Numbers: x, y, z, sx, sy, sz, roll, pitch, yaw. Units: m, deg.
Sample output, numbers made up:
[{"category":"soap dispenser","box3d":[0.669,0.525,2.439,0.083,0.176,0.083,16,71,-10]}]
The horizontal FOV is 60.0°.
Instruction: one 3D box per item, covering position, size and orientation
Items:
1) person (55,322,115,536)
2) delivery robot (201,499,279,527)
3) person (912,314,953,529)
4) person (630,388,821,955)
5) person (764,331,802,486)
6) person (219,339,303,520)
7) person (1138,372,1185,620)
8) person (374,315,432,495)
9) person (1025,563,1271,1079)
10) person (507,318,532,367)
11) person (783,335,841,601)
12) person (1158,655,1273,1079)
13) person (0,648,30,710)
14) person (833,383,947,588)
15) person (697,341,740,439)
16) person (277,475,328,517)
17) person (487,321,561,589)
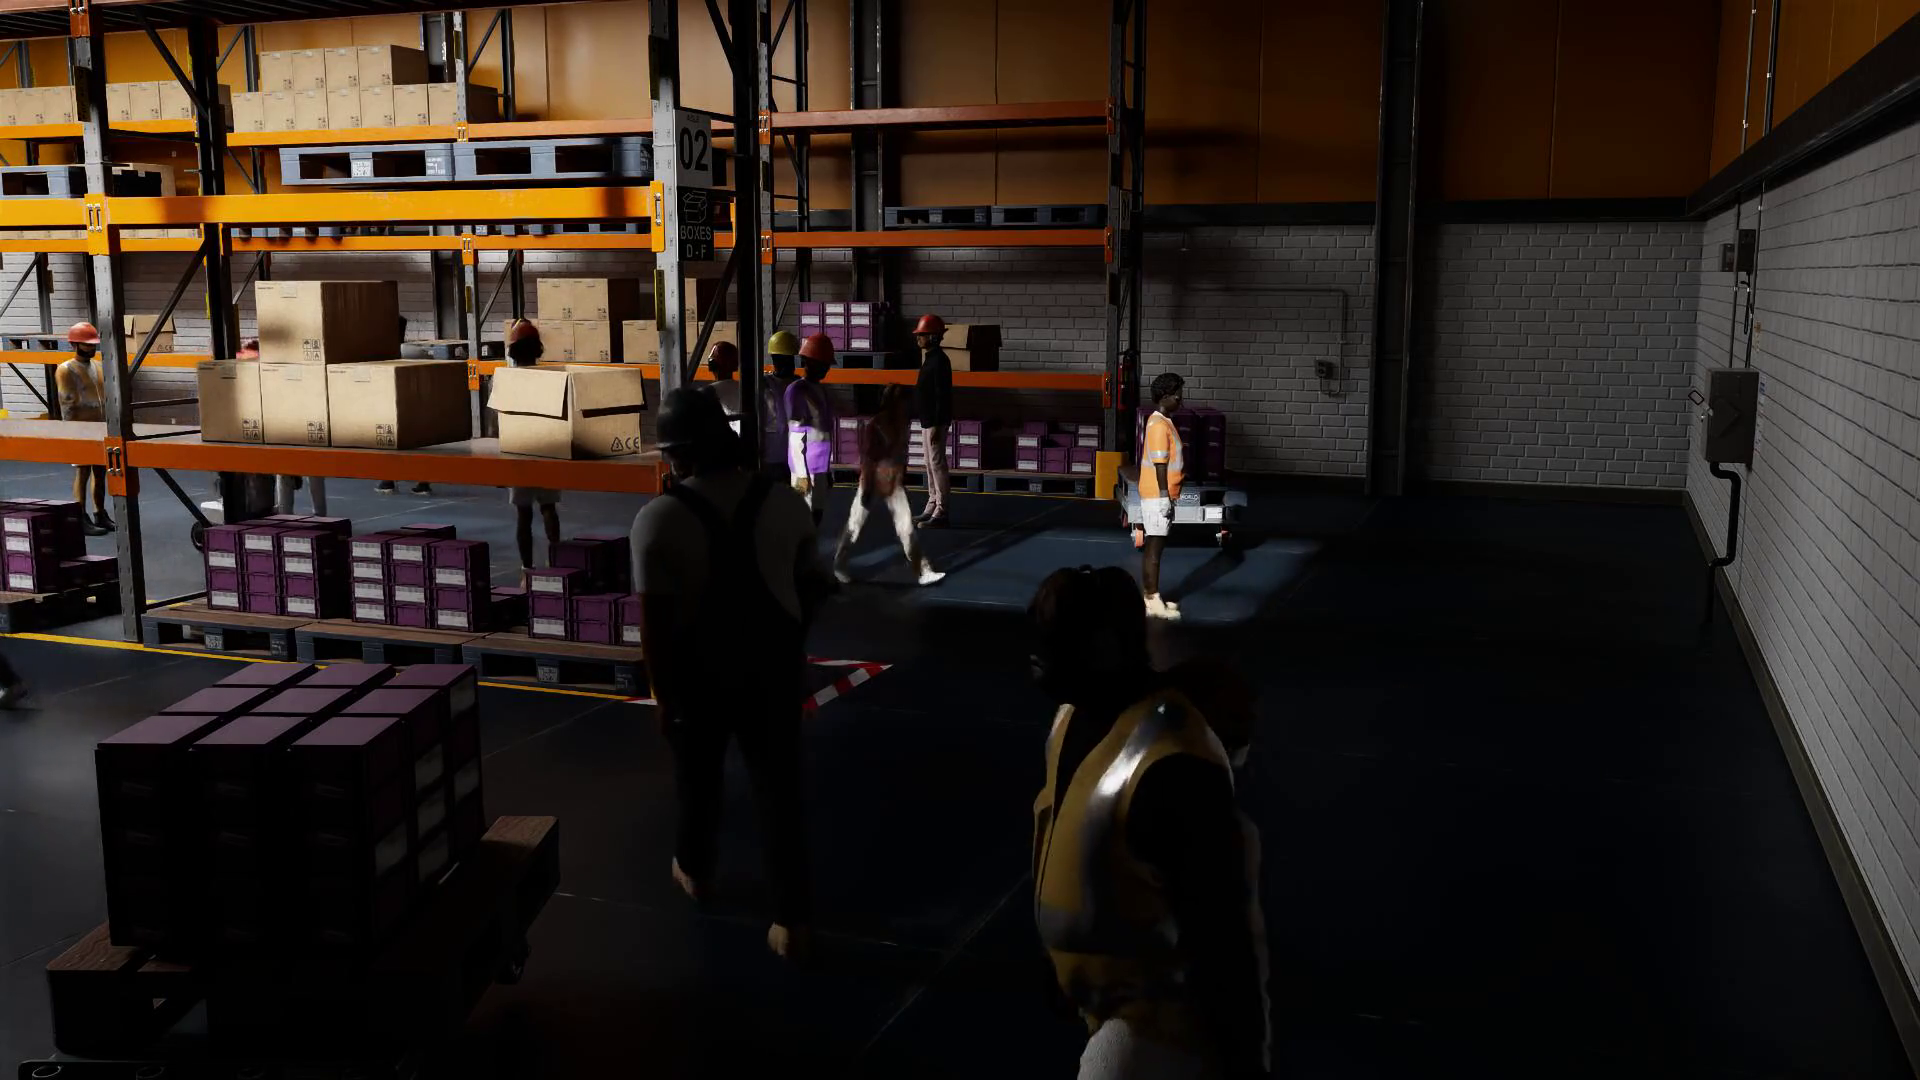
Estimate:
[{"category":"person","box3d":[-7.893,-1.003,15.095,0.377,1.933,0.550,2,9,13]},{"category":"delivery robot","box3d":[-6.111,-0.208,14.122,0.707,0.478,0.477,6,11,33]},{"category":"person","box3d":[-0.255,-1.101,15.514,0.376,1.995,0.612,-2,9,-13]},{"category":"person","box3d":[-0.825,0.403,5.930,0.692,2.000,1.074,-3,10,-19]},{"category":"person","box3d":[-1.366,-0.653,12.911,0.366,1.926,0.592,8,12,41]},{"category":"person","box3d":[-5.241,-0.557,12.454,0.986,1.886,0.563,4,10,25]},{"category":"person","box3d":[1.391,-0.308,11.476,0.320,1.694,0.532,1,9,5]},{"category":"person","box3d":[-6.031,-1.446,17.885,0.851,1.933,0.610,7,11,38]},{"category":"person","box3d":[0.379,0.931,3.437,1.024,1.778,0.653,-2,9,-10]},{"category":"person","box3d":[-5.021,-1.606,19.080,0.310,1.868,0.533,-1,9,-3]},{"category":"person","box3d":[-1.060,-0.532,12.153,0.374,1.927,0.542,3,9,17]},{"category":"person","box3d":[0.478,1.002,3.567,0.568,1.586,0.531,-8,12,-42]},{"category":"person","box3d":[-5.463,0.160,8.857,0.845,1.593,0.502,0,9,0]},{"category":"person","box3d":[-0.570,-0.410,12.561,1.002,1.545,0.529,7,12,39]},{"category":"person","box3d":[-1.688,-0.497,12.075,0.573,1.883,0.355,-7,12,-39]},{"category":"person","box3d":[-6.135,-0.997,15.384,0.626,1.834,0.430,-5,10,-28]},{"category":"person","box3d":[-3.173,-0.613,12.391,0.675,2.015,0.533,-4,10,-24]}]
